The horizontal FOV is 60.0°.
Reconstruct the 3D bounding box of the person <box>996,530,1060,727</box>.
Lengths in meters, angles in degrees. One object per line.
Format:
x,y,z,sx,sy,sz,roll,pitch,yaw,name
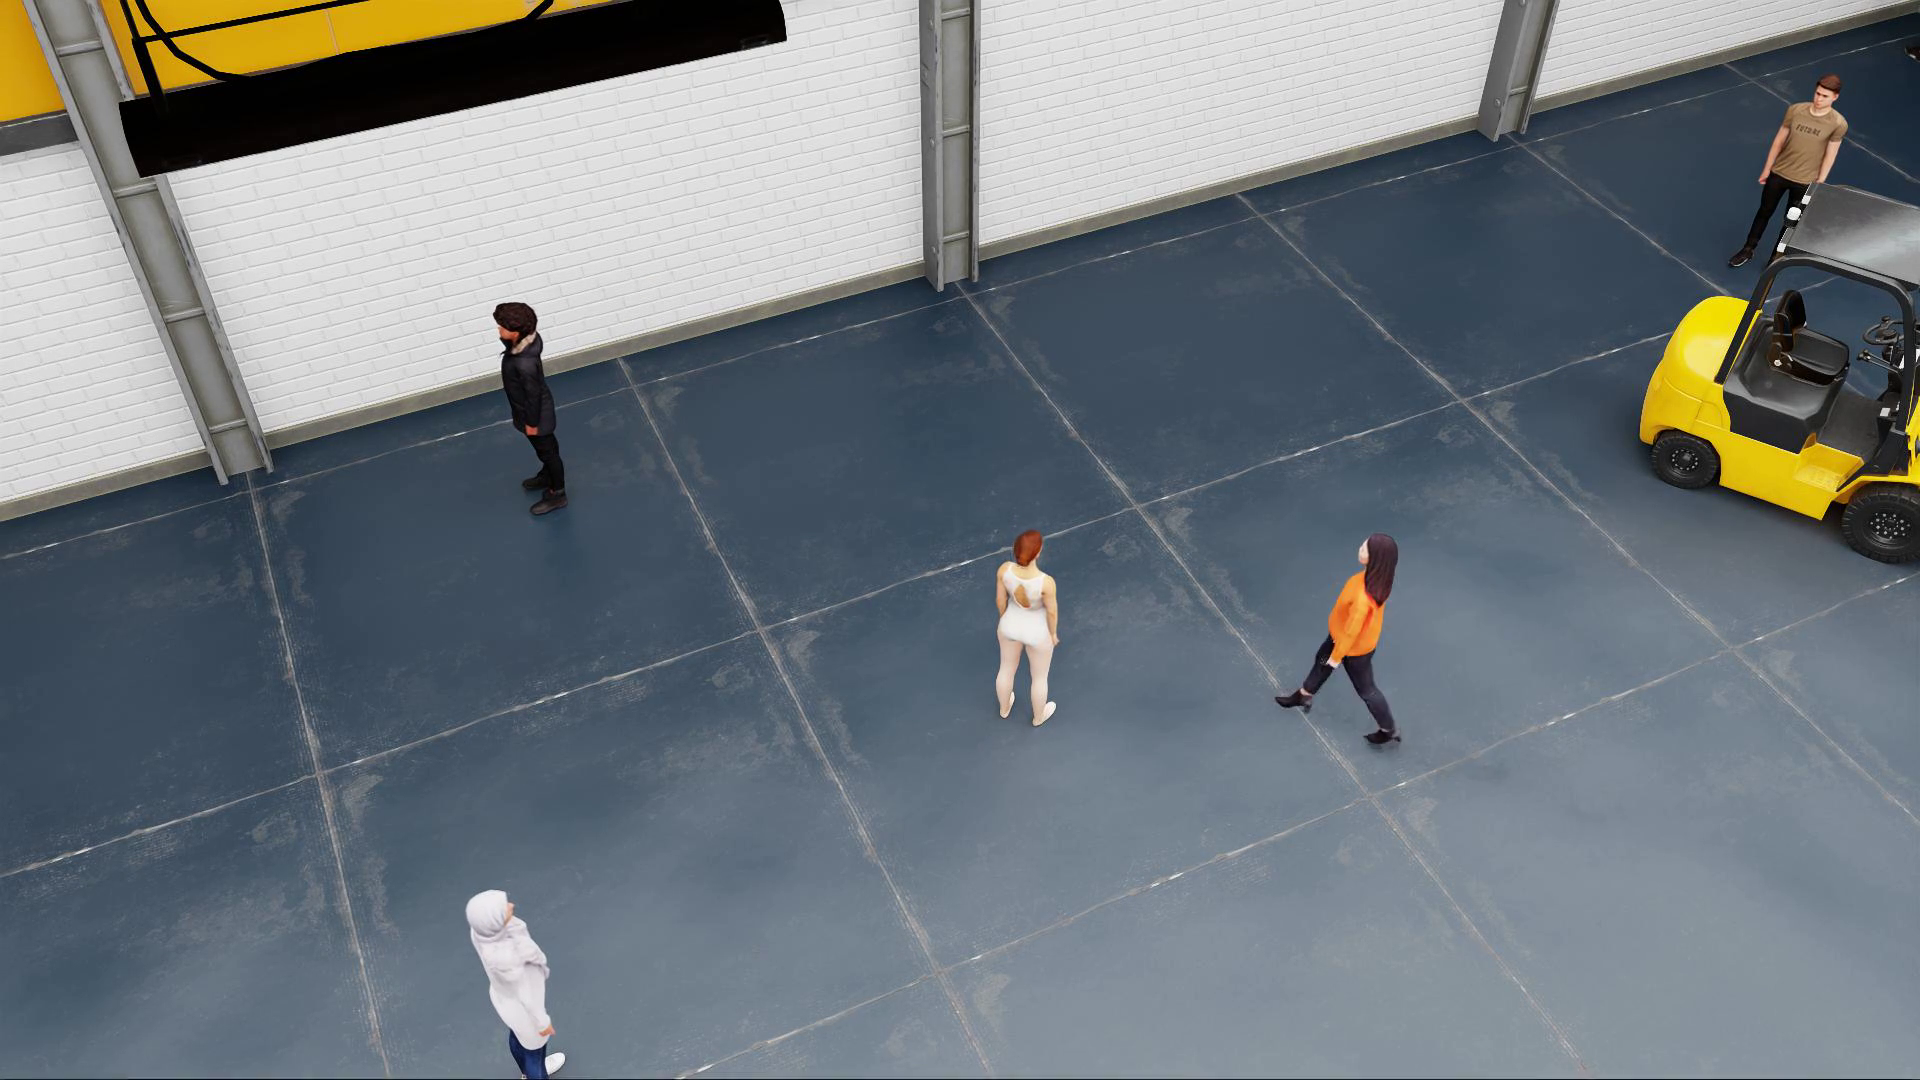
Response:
0.413,0.560,10.448,0.610,1.644,0.662,16,46,16,person

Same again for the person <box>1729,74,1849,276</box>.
7.102,-3.105,14.145,0.752,1.851,0.725,29,51,27,person

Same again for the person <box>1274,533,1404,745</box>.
2.540,0.659,10.295,1.120,1.711,1.098,18,46,18,person

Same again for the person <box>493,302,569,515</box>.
-3.062,-0.975,11.959,0.638,1.781,0.653,-12,45,-12,person

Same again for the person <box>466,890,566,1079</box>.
-2.254,2.347,8.477,0.575,1.775,0.640,-24,49,-23,person
